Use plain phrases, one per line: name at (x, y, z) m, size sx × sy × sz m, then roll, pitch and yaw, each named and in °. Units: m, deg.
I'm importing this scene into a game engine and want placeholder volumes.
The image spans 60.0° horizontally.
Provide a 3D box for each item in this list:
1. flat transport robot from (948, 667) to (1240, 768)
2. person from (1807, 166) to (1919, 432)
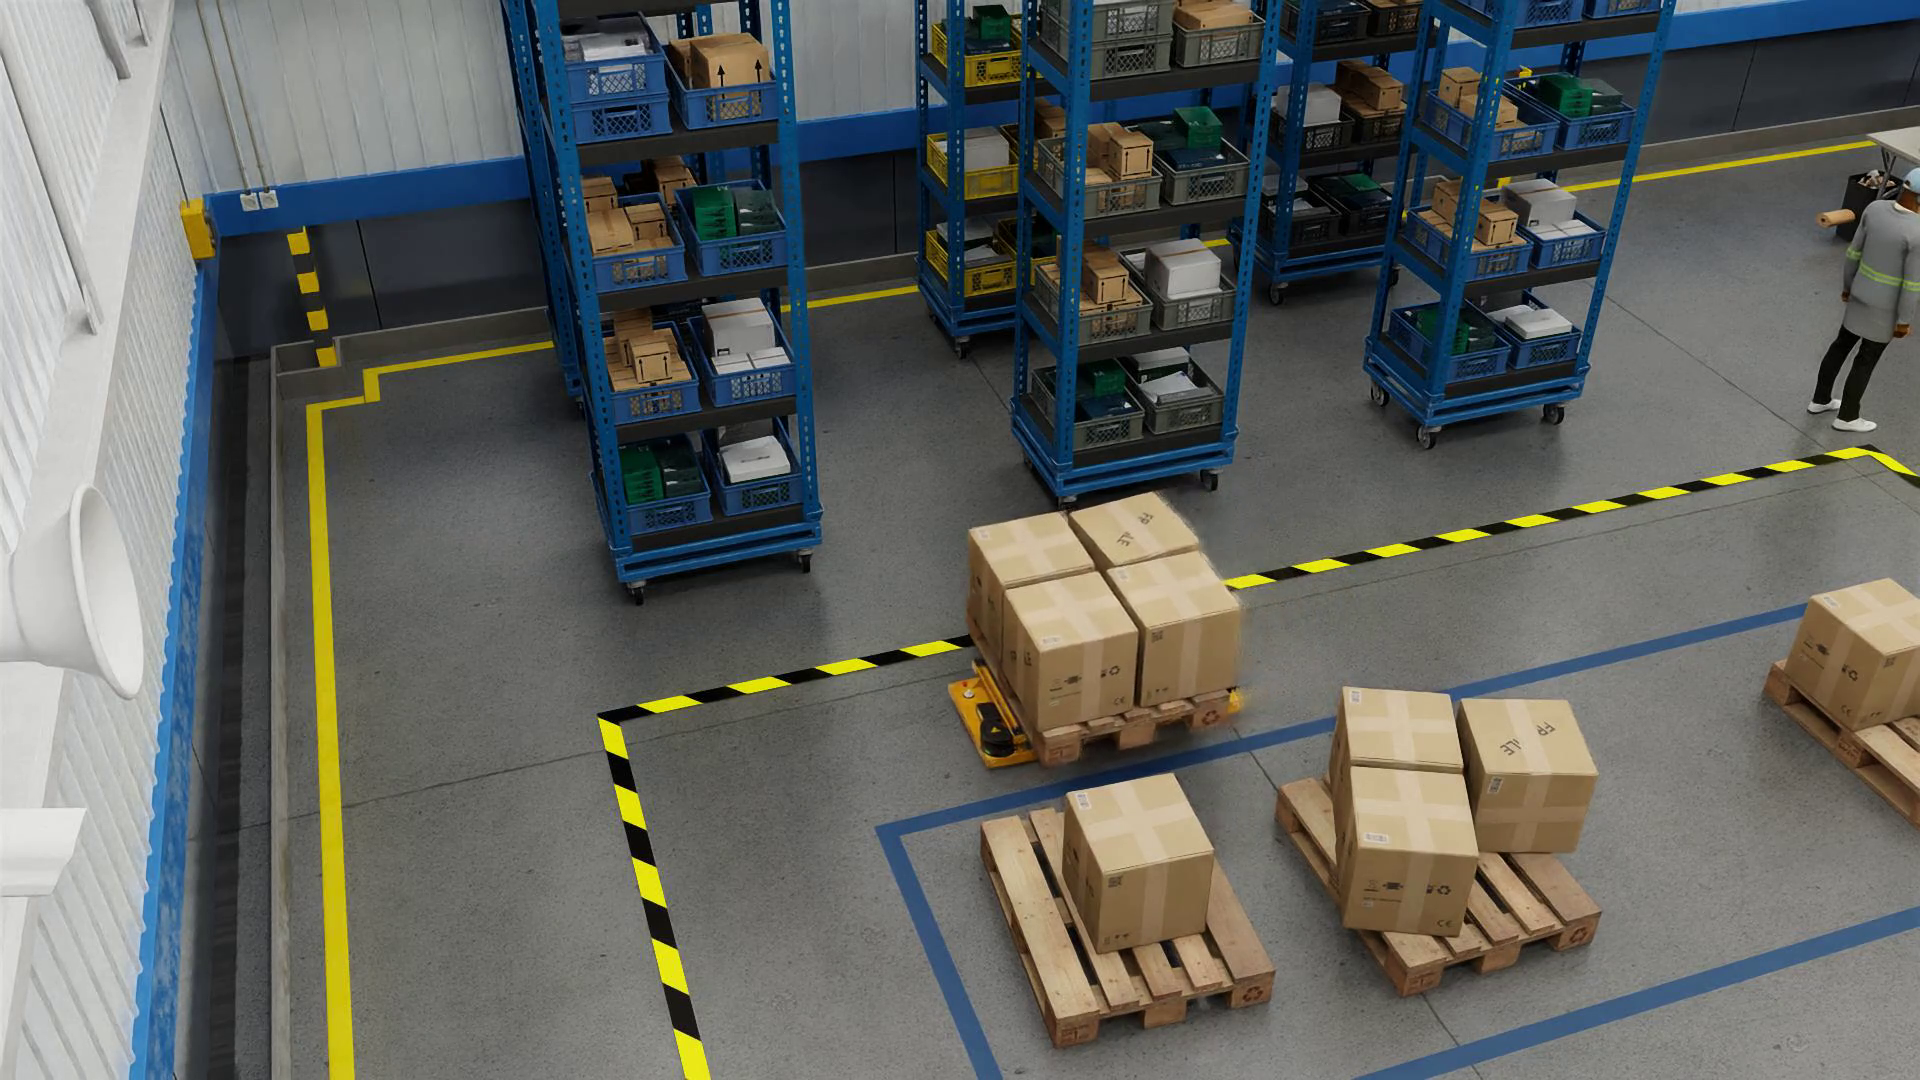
flat transport robot at (0.713, 0.795, 8.904) m, size 1.431 × 0.197 × 0.652 m, roll -11°, pitch 37°, yaw -15°
person at (6.055, -1.587, 10.932) m, size 0.386 × 1.850 × 0.599 m, roll -9°, pitch 36°, yaw -13°
